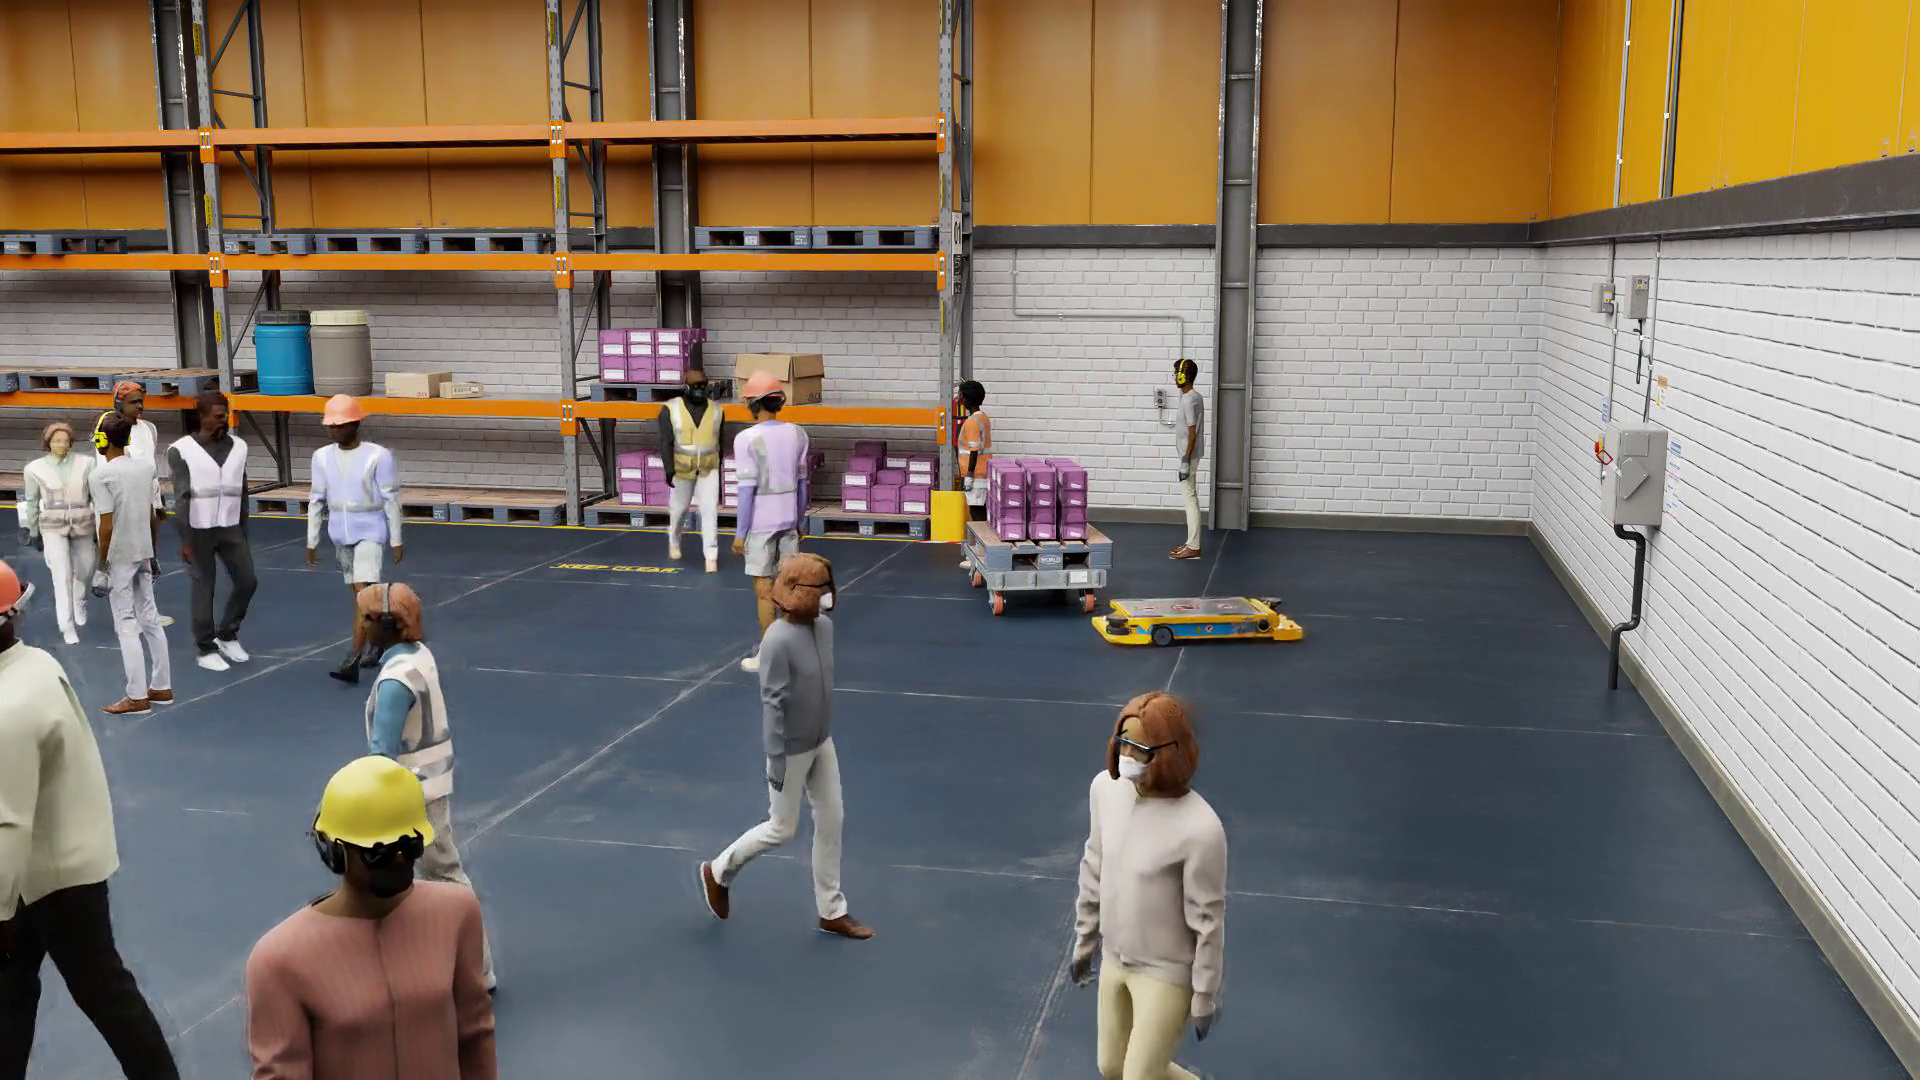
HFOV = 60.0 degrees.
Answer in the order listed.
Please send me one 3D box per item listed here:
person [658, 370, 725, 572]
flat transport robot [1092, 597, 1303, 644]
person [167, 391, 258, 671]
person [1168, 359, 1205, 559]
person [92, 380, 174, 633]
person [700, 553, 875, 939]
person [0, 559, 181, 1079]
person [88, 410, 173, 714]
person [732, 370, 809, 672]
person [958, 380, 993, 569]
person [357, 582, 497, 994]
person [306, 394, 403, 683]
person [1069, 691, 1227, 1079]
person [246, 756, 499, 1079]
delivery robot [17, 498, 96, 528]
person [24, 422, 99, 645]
[{"bbox_3d":[-2.423,-0.648,15.049,0.614,1.812,0.905,-3,10,-20],"label":"person"},{"bbox_3d":[1.737,0.586,12.267,1.431,0.197,0.652,-1,10,-6],"label":"flat transport robot"},{"bbox_3d":[-5.051,-0.057,11.250,0.458,1.899,0.615,7,12,34],"label":"person"},{"bbox_3d":[2.112,-0.749,15.463,0.315,1.864,0.526,2,10,13],"label":"person"},{"bbox_3d":[-6.183,-0.249,12.444,0.337,1.882,0.585,2,10,14],"label":"person"},{"bbox_3d":[-0.717,0.837,6.811,0.684,1.615,0.508,5,11,26],"label":"person"},{"bbox_3d":[-2.804,0.988,4.922,0.940,1.944,0.627,-5,11,-25],"label":"person"},{"bbox_3d":[-5.117,0.139,10.198,0.315,1.867,0.526,2,10,13],"label":"person"},{"bbox_3d":[-1.296,-0.121,11.215,0.390,2.040,0.615,8,13,41],"label":"person"},{"bbox_3d":[0.140,-0.591,15.008,0.319,1.698,0.539,2,10,13],"label":"person"},{"bbox_3d":[-2.139,0.951,6.148,0.824,1.595,0.545,-2,10,-12],"label":"person"},{"bbox_3d":[-4.053,-0.013,11.025,0.570,1.885,0.966,1,10,9],"label":"person"},{"bbox_3d":[0.580,1.193,4.696,0.627,1.611,0.509,-7,12,-35],"label":"person"},{"bbox_3d":[-1.208,1.318,3.534,0.544,1.765,0.370,-8,13,-41],"label":"person"},{"bbox_3d":[-8.783,-0.267,16.183,0.707,0.478,0.477,1,10,12],"label":"delivery robot"},{"bbox_3d":[-6.601,-0.082,12.275,0.507,1.607,0.765,-8,12,-39],"label":"person"}]
